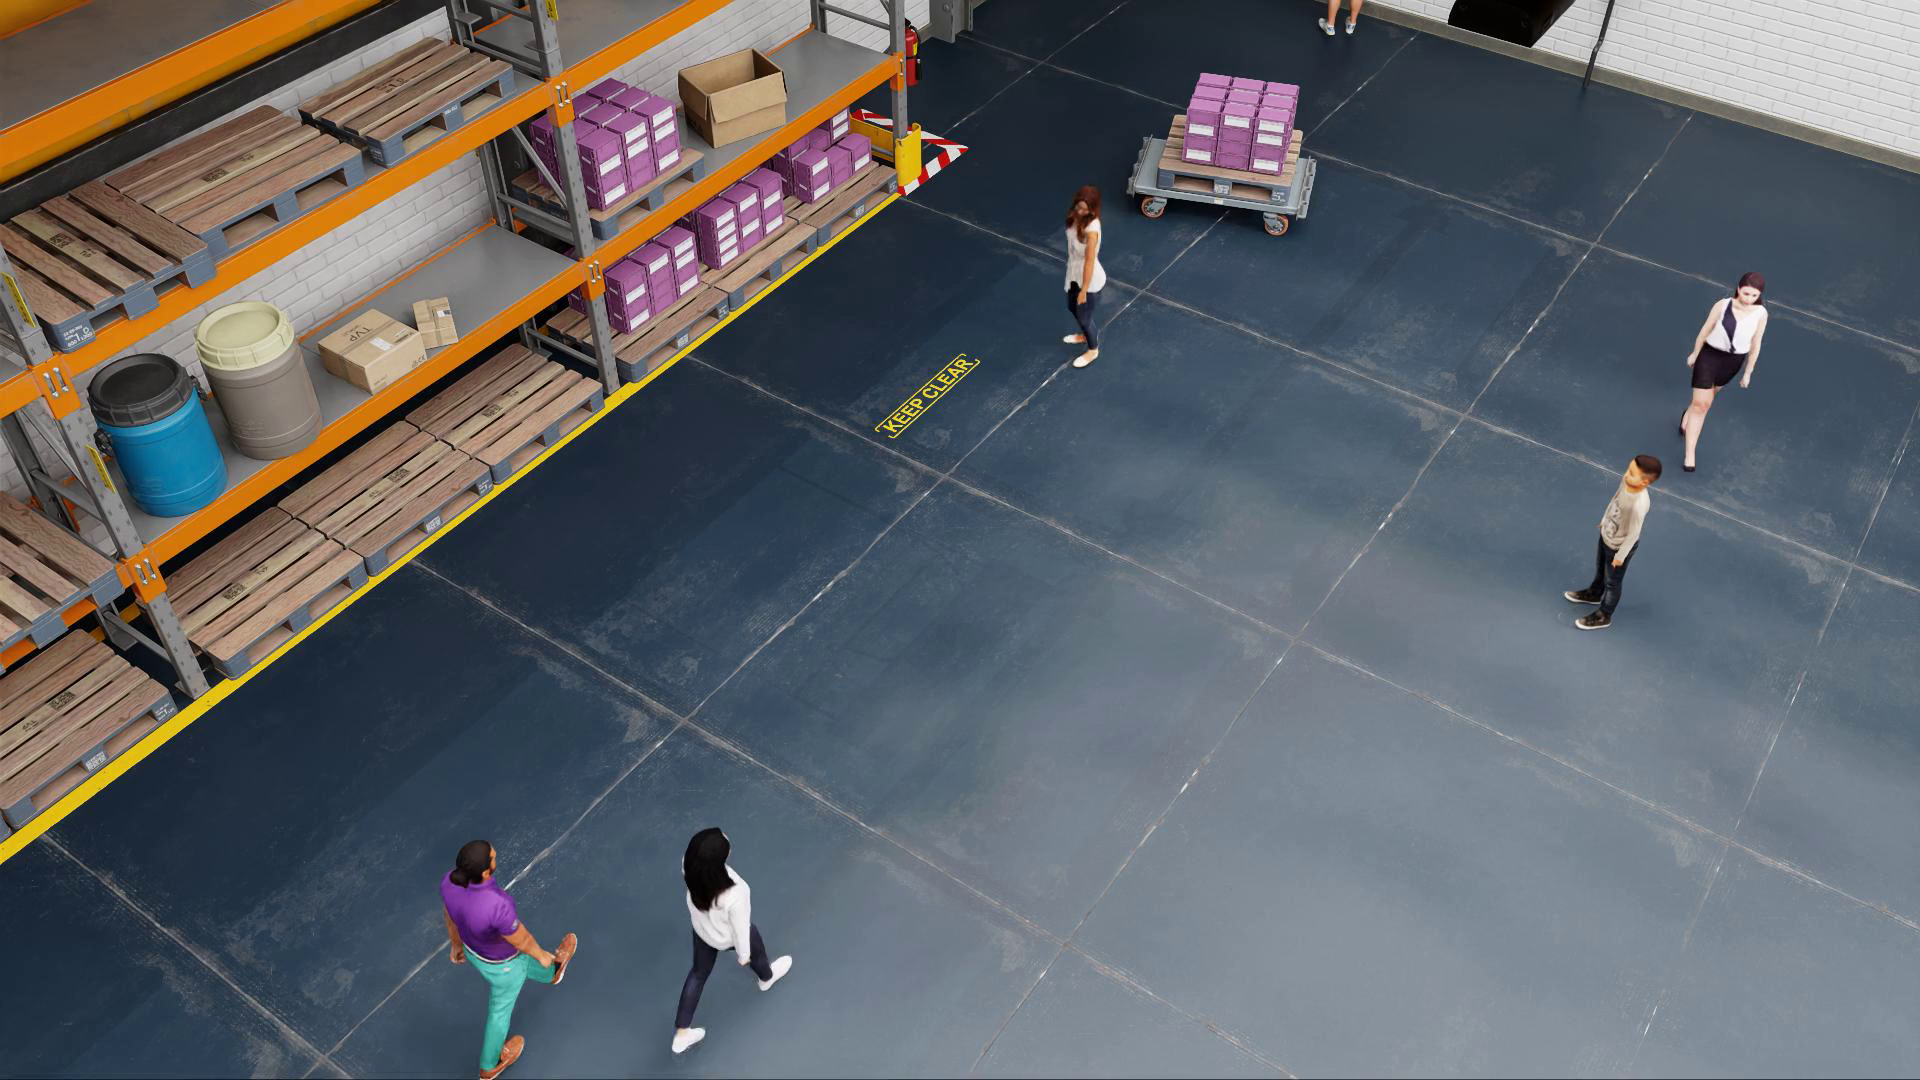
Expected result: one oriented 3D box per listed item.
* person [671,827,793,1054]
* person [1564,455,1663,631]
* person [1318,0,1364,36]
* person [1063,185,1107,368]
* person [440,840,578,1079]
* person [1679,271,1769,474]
[{"bbox_3d":[-1.345,2.130,8.885,0.612,1.666,1.070,26,50,25],"label":"person"},{"bbox_3d":[4.473,-0.004,11.273,0.693,1.463,0.596,1,44,1],"label":"person"},{"bbox_3d":[4.135,-6.242,17.535,0.760,1.856,0.806,-5,44,-5],"label":"person"},{"bbox_3d":[1.041,-2.128,13.295,0.830,1.748,0.807,-3,44,-4],"label":"person"},{"bbox_3d":[-2.499,2.243,8.723,0.631,1.726,1.102,25,49,24],"label":"person"},{"bbox_3d":[5.749,-1.379,12.606,0.836,1.614,1.097,9,44,9],"label":"person"}]
